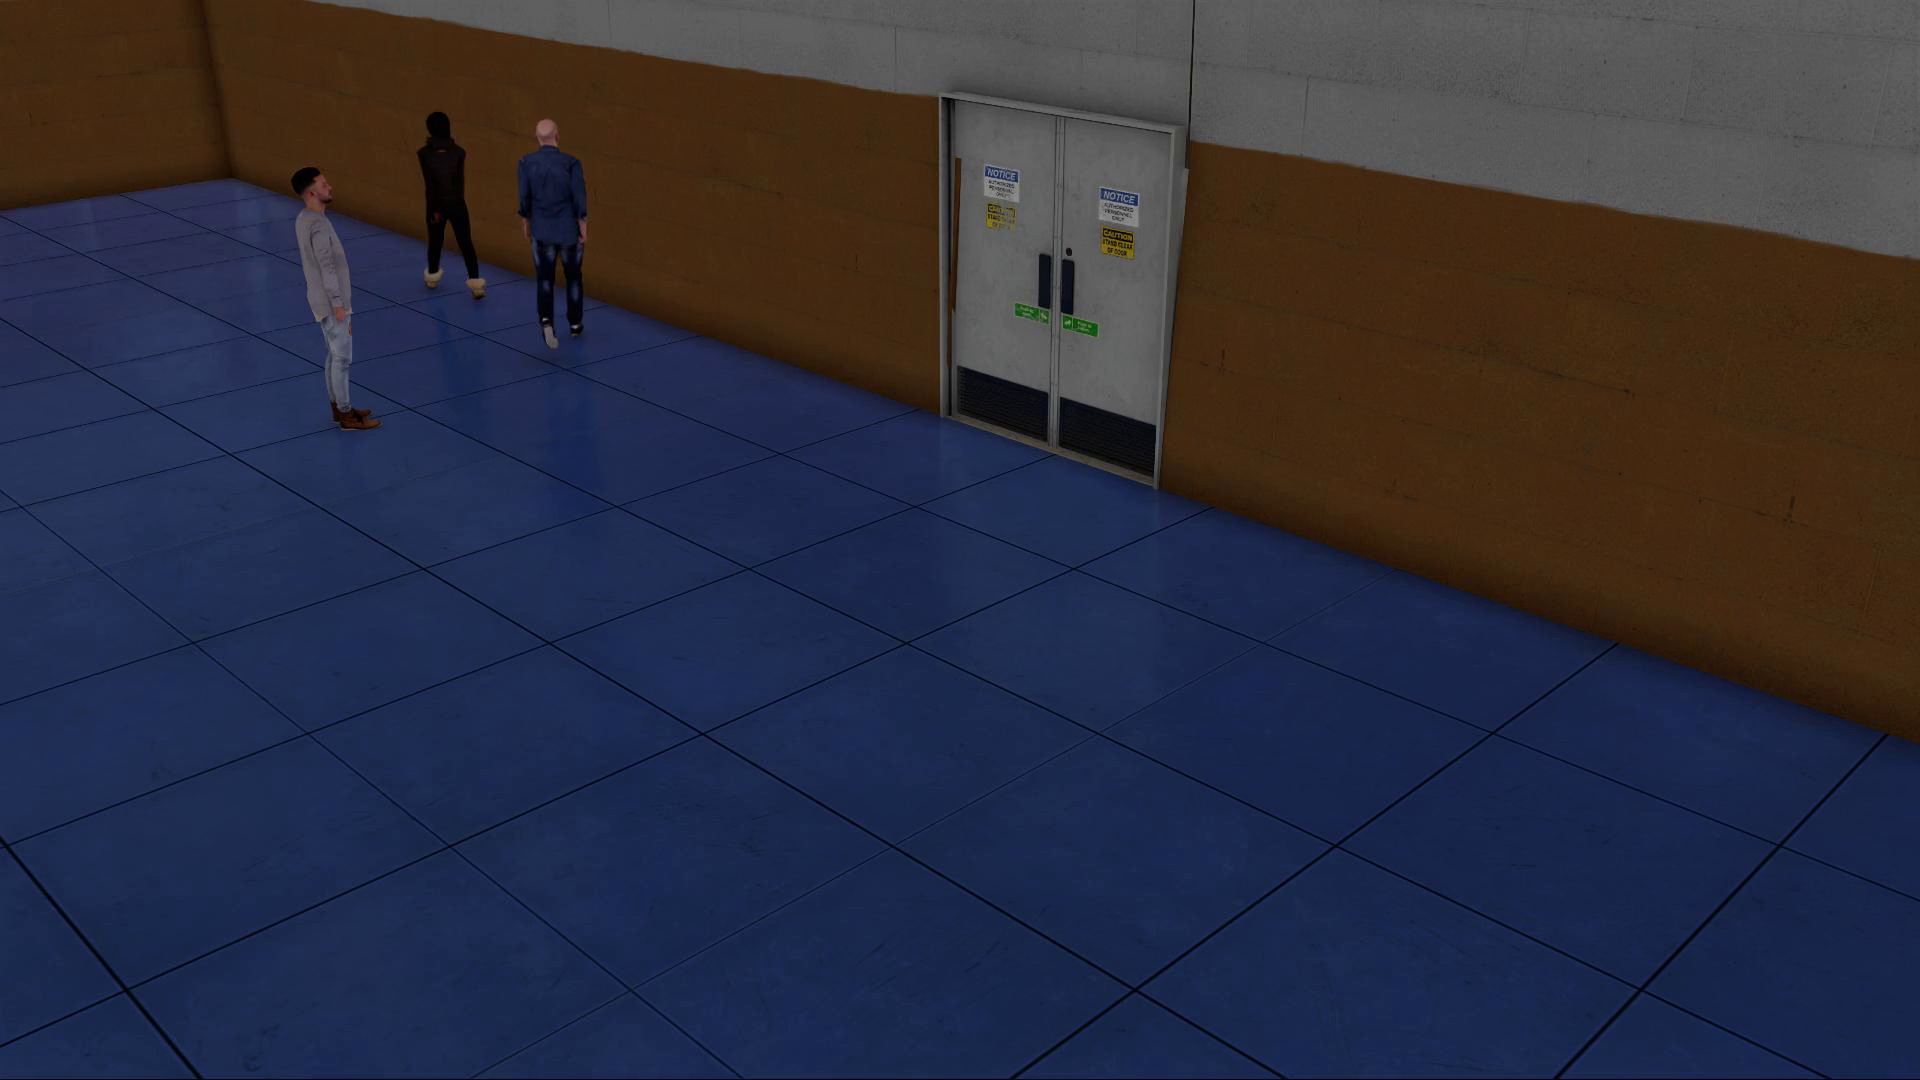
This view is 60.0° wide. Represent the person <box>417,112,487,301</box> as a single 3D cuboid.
[{"bbox_3d":[-4.584,-2.981,14.789,0.928,1.645,1.155,11,26,24],"label":"person"}]

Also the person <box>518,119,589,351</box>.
[{"bbox_3d":[-3.245,-2.413,13.303,1.179,1.795,1.193,-2,24,-4],"label":"person"}]

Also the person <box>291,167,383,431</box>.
[{"bbox_3d":[-4.380,-1.677,11.565,0.659,1.840,0.736,-13,27,-28],"label":"person"}]
